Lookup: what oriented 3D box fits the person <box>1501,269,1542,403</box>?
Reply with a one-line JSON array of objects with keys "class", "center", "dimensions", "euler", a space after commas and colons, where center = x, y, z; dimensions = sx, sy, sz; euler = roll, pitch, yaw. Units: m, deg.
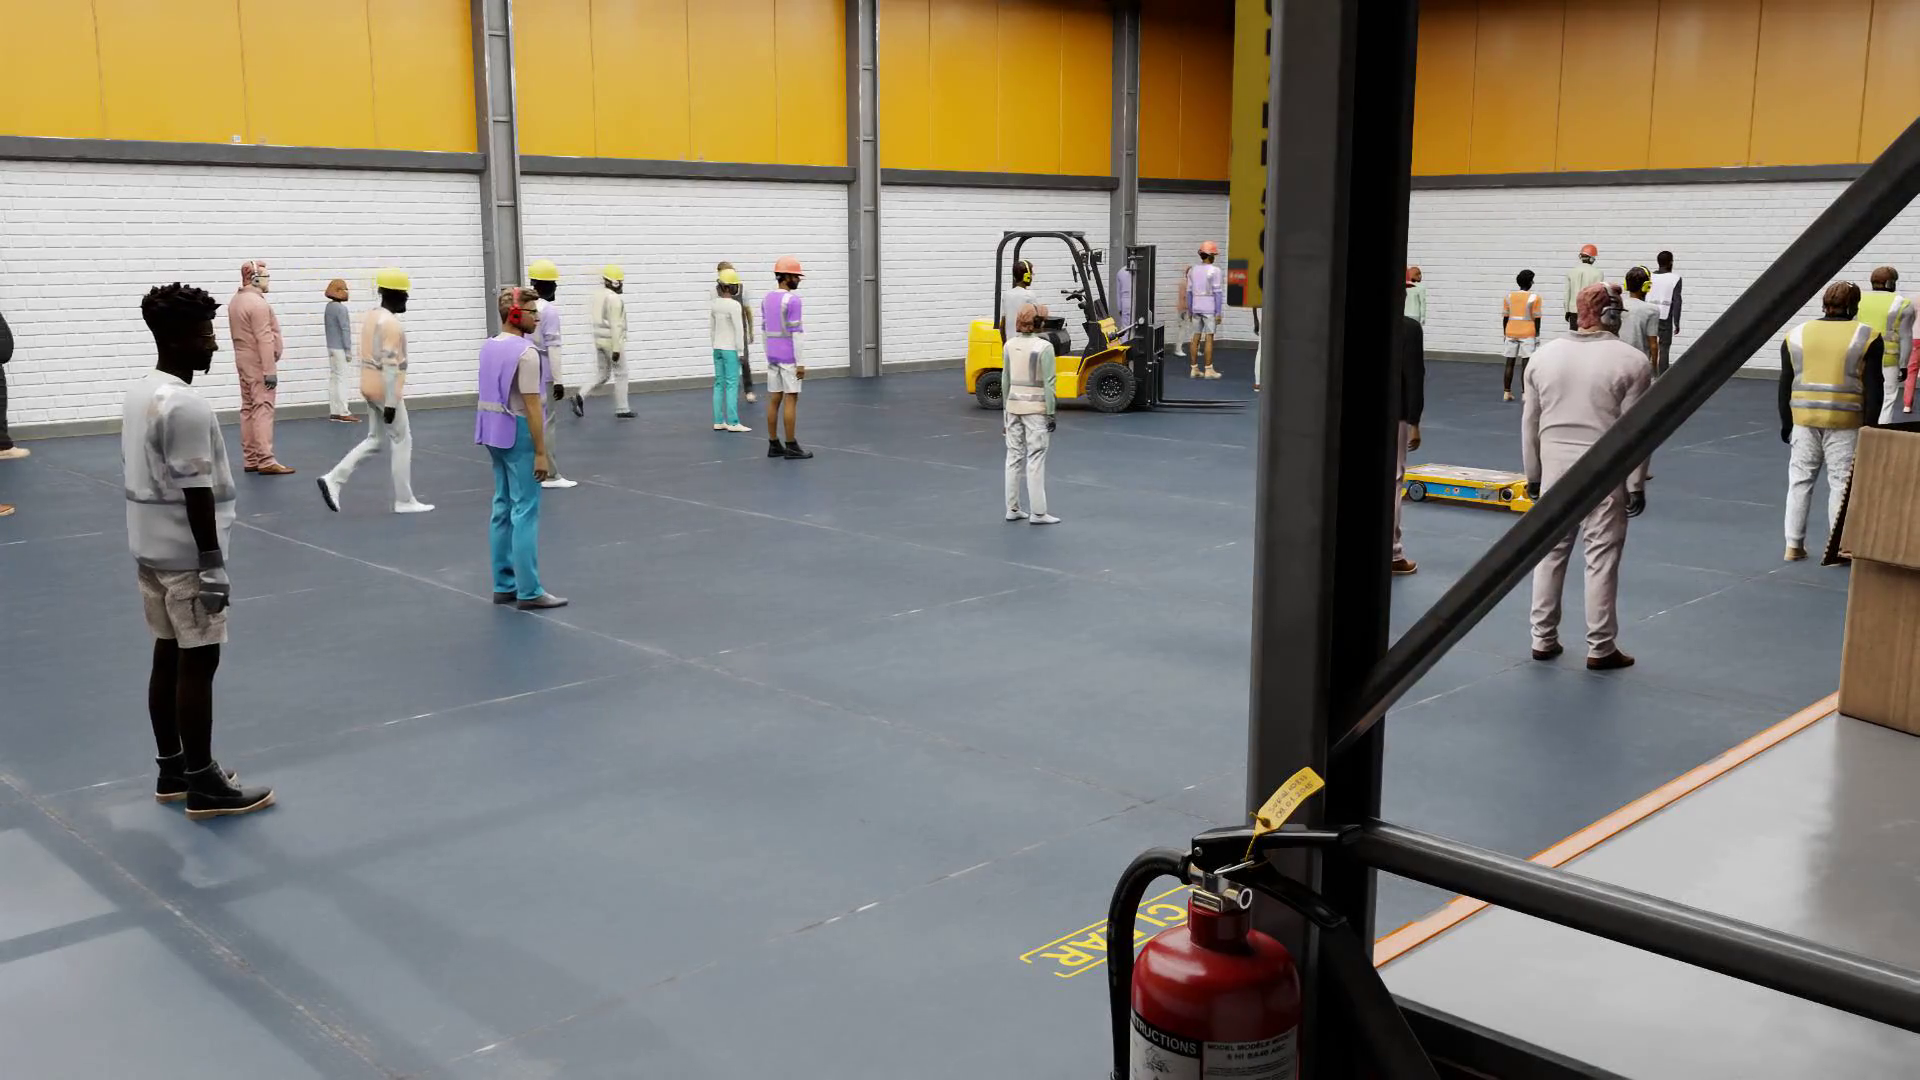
[{"class": "person", "center": [7.195, -2.611, 21.320], "dimensions": [0.321, 1.695, 0.537], "euler": [-9, 14, -42]}]

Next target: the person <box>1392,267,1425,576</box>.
[{"class": "person", "center": [2.651, -0.773, 10.493], "dimensions": [0.392, 1.991, 0.613], "euler": [-9, 14, -42]}]

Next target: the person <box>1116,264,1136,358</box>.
[{"class": "person", "center": [2.864, -3.800, 27.233], "dimensions": [0.399, 1.908, 0.643], "euler": [-9, 14, -42]}]

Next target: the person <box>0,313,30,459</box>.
[{"class": "person", "center": [-9.397, -1.764, 15.761], "dimensions": [0.771, 2.000, 0.691], "euler": [-10, 14, -43]}]

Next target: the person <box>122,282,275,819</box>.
[{"class": "person", "center": [-2.855, 0.040, 6.134], "dimensions": [0.368, 1.963, 0.609], "euler": [-9, 14, -42]}]

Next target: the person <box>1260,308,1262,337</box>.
[{"class": "person", "center": [3.379, -1.927, 17.026], "dimensions": [0.399, 1.905, 0.643], "euler": [-9, 14, -42]}]

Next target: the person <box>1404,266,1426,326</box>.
[{"class": "person", "center": [7.228, -3.556, 26.645], "dimensions": [0.279, 1.632, 0.502], "euler": [-9, 14, -42]}]

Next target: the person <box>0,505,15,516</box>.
[{"class": "person", "center": [-7.531, -1.114, 12.655], "dimensions": [0.354, 1.881, 0.576], "euler": [-9, 14, -42]}]

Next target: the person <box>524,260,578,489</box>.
[{"class": "person", "center": [-3.520, -1.398, 14.079], "dimensions": [0.388, 1.926, 0.590], "euler": [-9, 14, -42]}]

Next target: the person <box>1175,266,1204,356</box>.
[{"class": "person", "center": [4.038, -4.022, 29.274], "dimensions": [0.535, 1.590, 0.647], "euler": [-8, 13, -37]}]

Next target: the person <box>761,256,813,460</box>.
[{"class": "person", "center": [-1.659, -1.740, 15.923], "dimensions": [0.376, 1.934, 0.548], "euler": [-9, 14, -42]}]

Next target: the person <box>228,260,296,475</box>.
[{"class": "person", "center": [-6.262, -1.538, 14.897], "dimensions": [0.399, 1.908, 0.643], "euler": [-9, 14, -42]}]

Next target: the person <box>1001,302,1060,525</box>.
[{"class": "person", "center": [0.512, -0.934, 12.328], "dimensions": [0.315, 1.640, 0.515], "euler": [-9, 14, -42]}]

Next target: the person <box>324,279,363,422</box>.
[{"class": "person", "center": [-7.114, -2.170, 19.089], "dimensions": [0.279, 1.632, 0.502], "euler": [-9, 14, -42]}]

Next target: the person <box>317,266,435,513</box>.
[{"class": "person", "center": [-4.473, -1.117, 12.637], "dimensions": [0.763, 1.899, 0.617], "euler": [-8, 13, -37]}]

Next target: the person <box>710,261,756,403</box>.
[{"class": "person", "center": [-2.896, -2.620, 21.069], "dimensions": [0.533, 1.804, 0.490], "euler": [-1, 10, -8]}]

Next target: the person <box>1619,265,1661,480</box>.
[{"class": "person", "center": [5.852, -1.452, 14.528], "dimensions": [0.327, 1.871, 0.514], "euler": [-9, 14, -42]}]

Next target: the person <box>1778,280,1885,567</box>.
[{"class": "person", "center": [5.644, -0.754, 10.799], "dimensions": [0.430, 1.843, 0.625], "euler": [-9, 14, -42]}]

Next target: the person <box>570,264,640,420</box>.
[{"class": "person", "center": [-4.108, -2.263, 19.139], "dimensions": [0.730, 1.803, 0.612], "euler": [-8, 13, -38]}]

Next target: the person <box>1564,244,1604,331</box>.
[{"class": "person", "center": [9.518, -3.502, 25.363], "dimensions": [0.395, 1.994, 0.613], "euler": [-9, 14, -42]}]

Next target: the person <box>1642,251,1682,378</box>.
[{"class": "person", "center": [9.712, -3.050, 23.115], "dimensions": [0.391, 1.916, 0.590], "euler": [-9, 14, -42]}]

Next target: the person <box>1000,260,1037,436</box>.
[{"class": "person", "center": [0.644, -2.026, 17.660], "dimensions": [0.327, 1.871, 0.514], "euler": [-9, 14, -42]}]

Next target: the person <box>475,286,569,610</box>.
[{"class": "person", "center": [-2.551, -0.519, 9.517], "dimensions": [0.389, 1.841, 0.564], "euler": [-9, 14, -42]}]

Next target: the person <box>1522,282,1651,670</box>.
[{"class": "person", "center": [3.113, -0.317, 8.249], "dimensions": [0.399, 1.905, 0.643], "euler": [-9, 14, -42]}]

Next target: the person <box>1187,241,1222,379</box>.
[{"class": "person", "center": [3.667, -3.427, 24.823], "dimensions": [0.397, 2.043, 0.610], "euler": [-9, 14, -42]}]

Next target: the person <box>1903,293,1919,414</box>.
[{"class": "person", "center": [11.543, -2.375, 19.852], "dimensions": [0.329, 1.765, 0.527], "euler": [-9, 14, -42]}]

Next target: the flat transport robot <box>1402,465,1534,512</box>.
[{"class": "flat transport robot", "center": [4.113, -0.433, 13.337], "dimensions": [0.652, 0.197, 1.431], "euler": [-10, 14, -44]}]

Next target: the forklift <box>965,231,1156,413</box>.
[{"class": "forklift", "center": [1.222, -2.721, 20.561], "dimensions": [2.313, 2.155, 1.214], "euler": [2, 11, 13]}]

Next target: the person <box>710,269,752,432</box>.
[{"class": "person", "center": [-2.510, -2.056, 18.104], "dimensions": [0.331, 1.768, 0.527], "euler": [-9, 14, -42]}]

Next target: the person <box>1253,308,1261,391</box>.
[{"class": "person", "center": [4.235, -2.957, 22.751], "dimensions": [0.327, 1.865, 0.514], "euler": [-9, 14, -42]}]

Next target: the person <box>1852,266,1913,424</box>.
[{"class": "person", "center": [8.729, -1.680, 15.860], "dimensions": [0.430, 1.840, 0.625], "euler": [-9, 14, -42]}]
